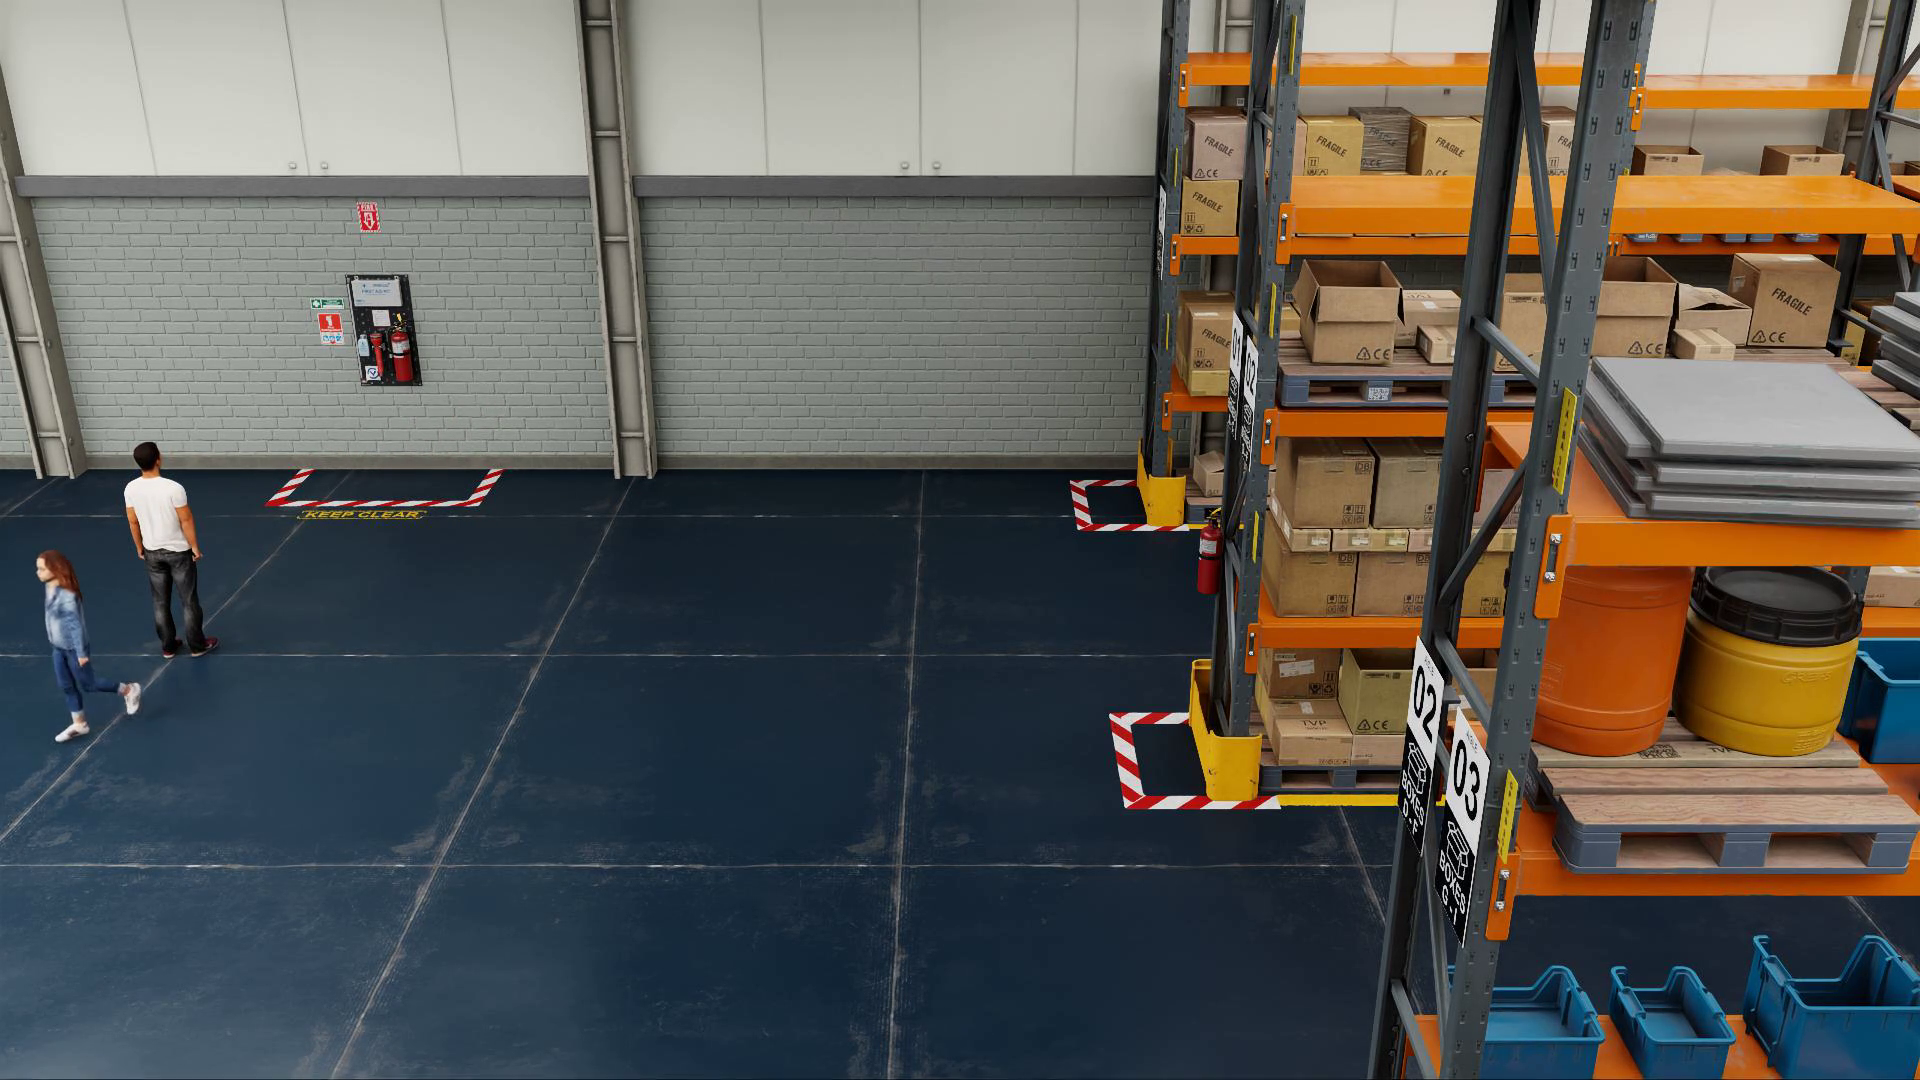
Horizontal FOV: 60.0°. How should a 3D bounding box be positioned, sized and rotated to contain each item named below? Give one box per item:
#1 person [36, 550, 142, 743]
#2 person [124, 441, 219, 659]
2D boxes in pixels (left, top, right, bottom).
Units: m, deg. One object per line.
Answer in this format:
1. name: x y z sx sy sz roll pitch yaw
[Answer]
1. person: -6.409 0.741 12.136 0.889 1.461 0.917 18 29 36
2. person: -6.331 0.078 13.259 0.449 1.803 0.689 0 23 0
